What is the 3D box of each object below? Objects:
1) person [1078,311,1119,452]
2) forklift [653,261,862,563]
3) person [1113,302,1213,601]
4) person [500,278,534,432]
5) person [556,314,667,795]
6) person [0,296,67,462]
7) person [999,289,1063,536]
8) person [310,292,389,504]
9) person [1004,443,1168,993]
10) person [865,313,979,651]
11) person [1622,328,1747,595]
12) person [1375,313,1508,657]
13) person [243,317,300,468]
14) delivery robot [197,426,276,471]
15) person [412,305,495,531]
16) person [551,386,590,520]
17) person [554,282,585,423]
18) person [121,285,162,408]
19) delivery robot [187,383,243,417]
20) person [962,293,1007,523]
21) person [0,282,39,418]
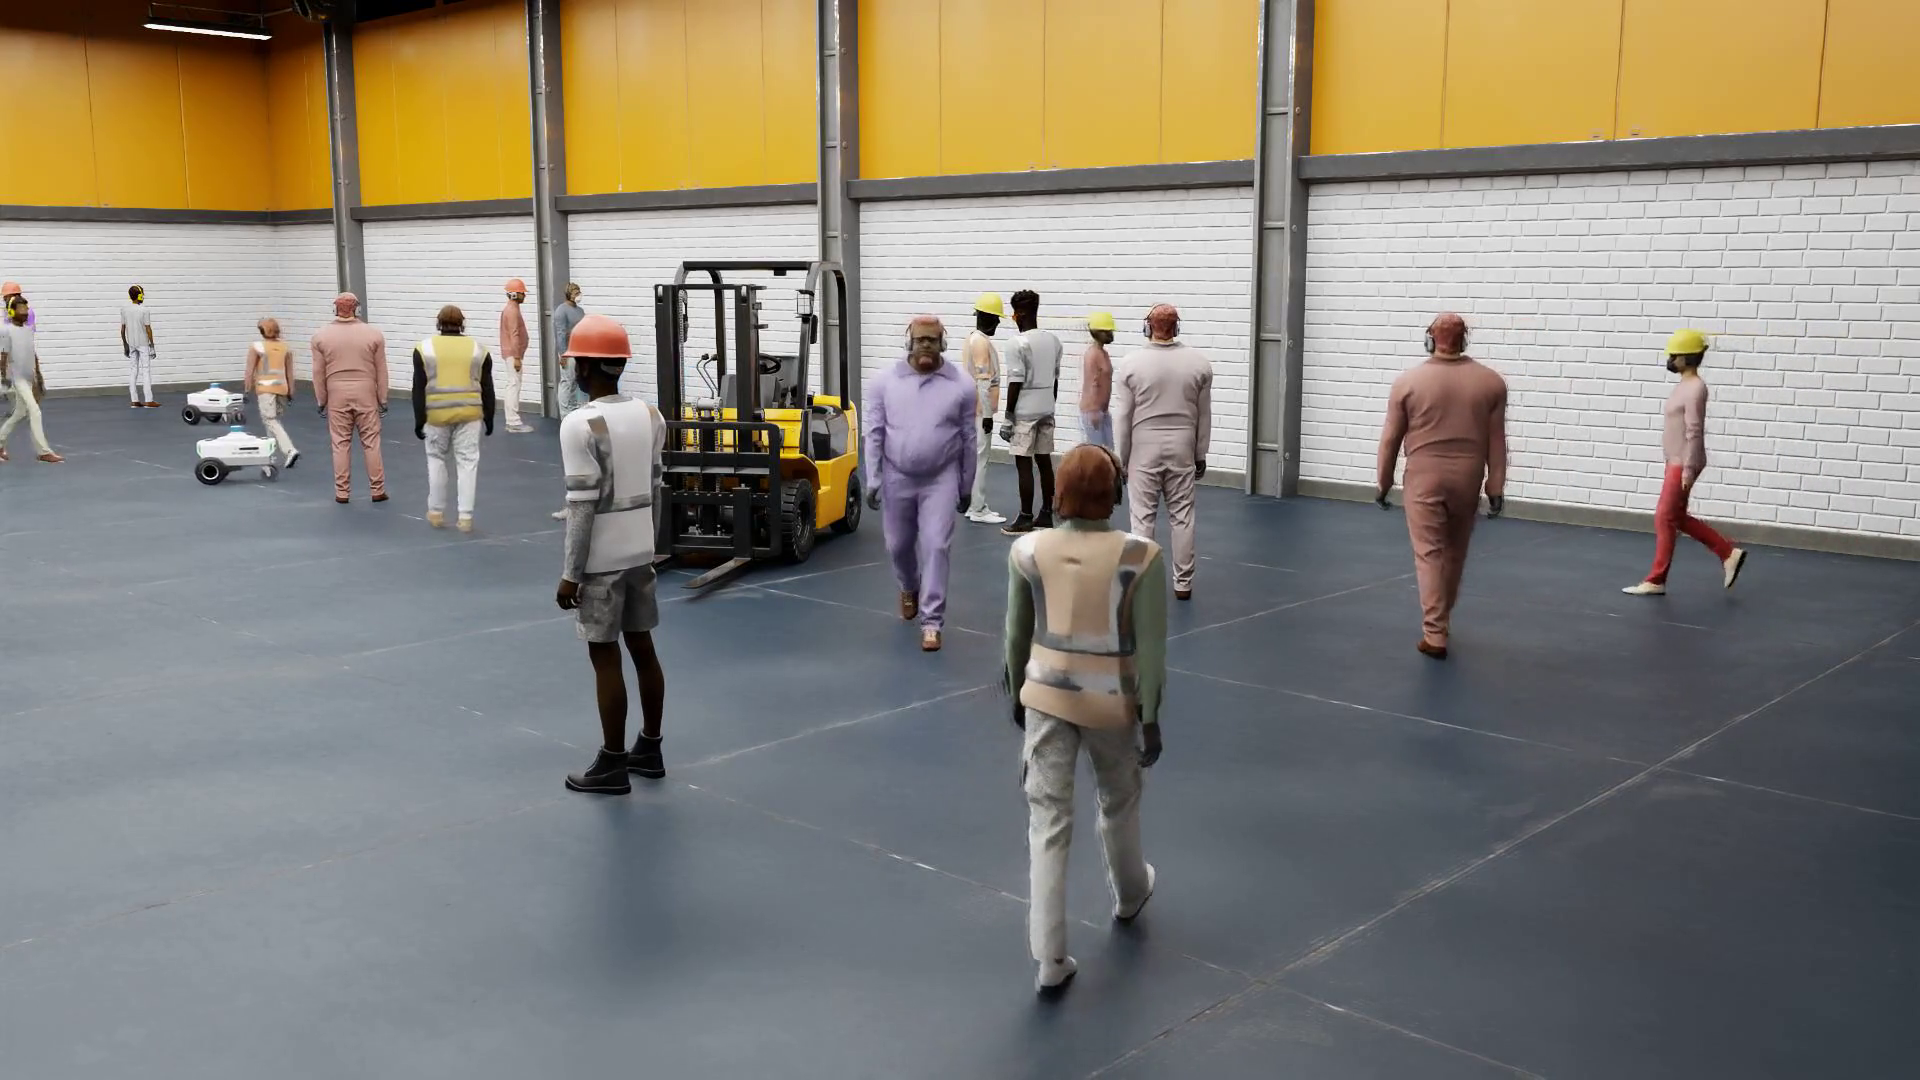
[{"bbox_3d":[1.214,-1.141,14.706,0.396,1.755,0.531,4,10,23],"label":"person"},{"bbox_3d":[-1.552,-1.040,12.721,1.214,2.155,2.313,2,9,11],"label":"forklift"},{"bbox_3d":[1.275,-0.553,10.603,0.642,1.913,0.408,-2,9,-10],"label":"person"},{"bbox_3d":[-5.779,-2.398,21.656,0.395,1.994,0.612,-3,10,-19],"label":"person"},{"bbox_3d":[-1.428,0.062,6.742,0.361,1.940,0.543,5,11,29],"label":"person"},{"bbox_3d":[-10.347,-1.758,18.271,0.941,1.826,0.529,1,9,5],"label":"person"},{"bbox_3d":[0.553,-1.009,13.243,0.372,1.960,0.604,9,13,42],"label":"person"},{"bbox_3d":[-5.511,-1.282,15.080,0.642,1.909,0.399,-3,10,-16],"label":"person"},{"bbox_3d":[0.391,0.501,5.079,0.539,1.586,0.853,3,10,20],"label":"person"},{"bbox_3d":[-0.212,-0.361,9.515,0.640,1.882,0.832,1,9,5],"label":"person"},{"bbox_3d":[4.717,-0.493,10.724,0.693,1.743,0.534,2,10,14],"label":"person"},{"bbox_3d":[2.664,-0.328,9.336,0.667,1.861,0.958,0,9,0],"label":"person"},{"bbox_3d":[-7.345,-1.579,17.816,0.785,1.610,0.518,5,11,30],"label":"person"},{"bbox_3d":[-7.185,-0.892,16.540,0.707,0.478,0.477,-3,10,-17],"label":"delivery robot"},{"bbox_3d":[-4.146,-1.000,13.607,0.658,1.820,0.740,-4,10,-23],"label":"person"},{"bbox_3d":[-2.989,-0.984,14.052,0.875,1.656,0.533,-4,10,-21],"label":"person"},{"bbox_3d":[-5.213,-2.485,22.364,0.374,1.939,0.628,3,10,16],"label":"person"},{"bbox_3d":[-12.552,-2.952,25.437,0.533,1.868,0.310,2,9,10],"label":"person"},{"bbox_3d":[-10.151,-1.893,22.673,0.707,0.478,0.477,3,10,16],"label":"delivery robot"},{"bbox_3d":[0.201,-1.102,13.948,0.377,1.918,0.585,-1,9,-8],"label":"person"},{"bbox_3d":[-13.411,-2.698,23.670,0.551,1.934,0.373,4,10,21],"label":"person"}]
